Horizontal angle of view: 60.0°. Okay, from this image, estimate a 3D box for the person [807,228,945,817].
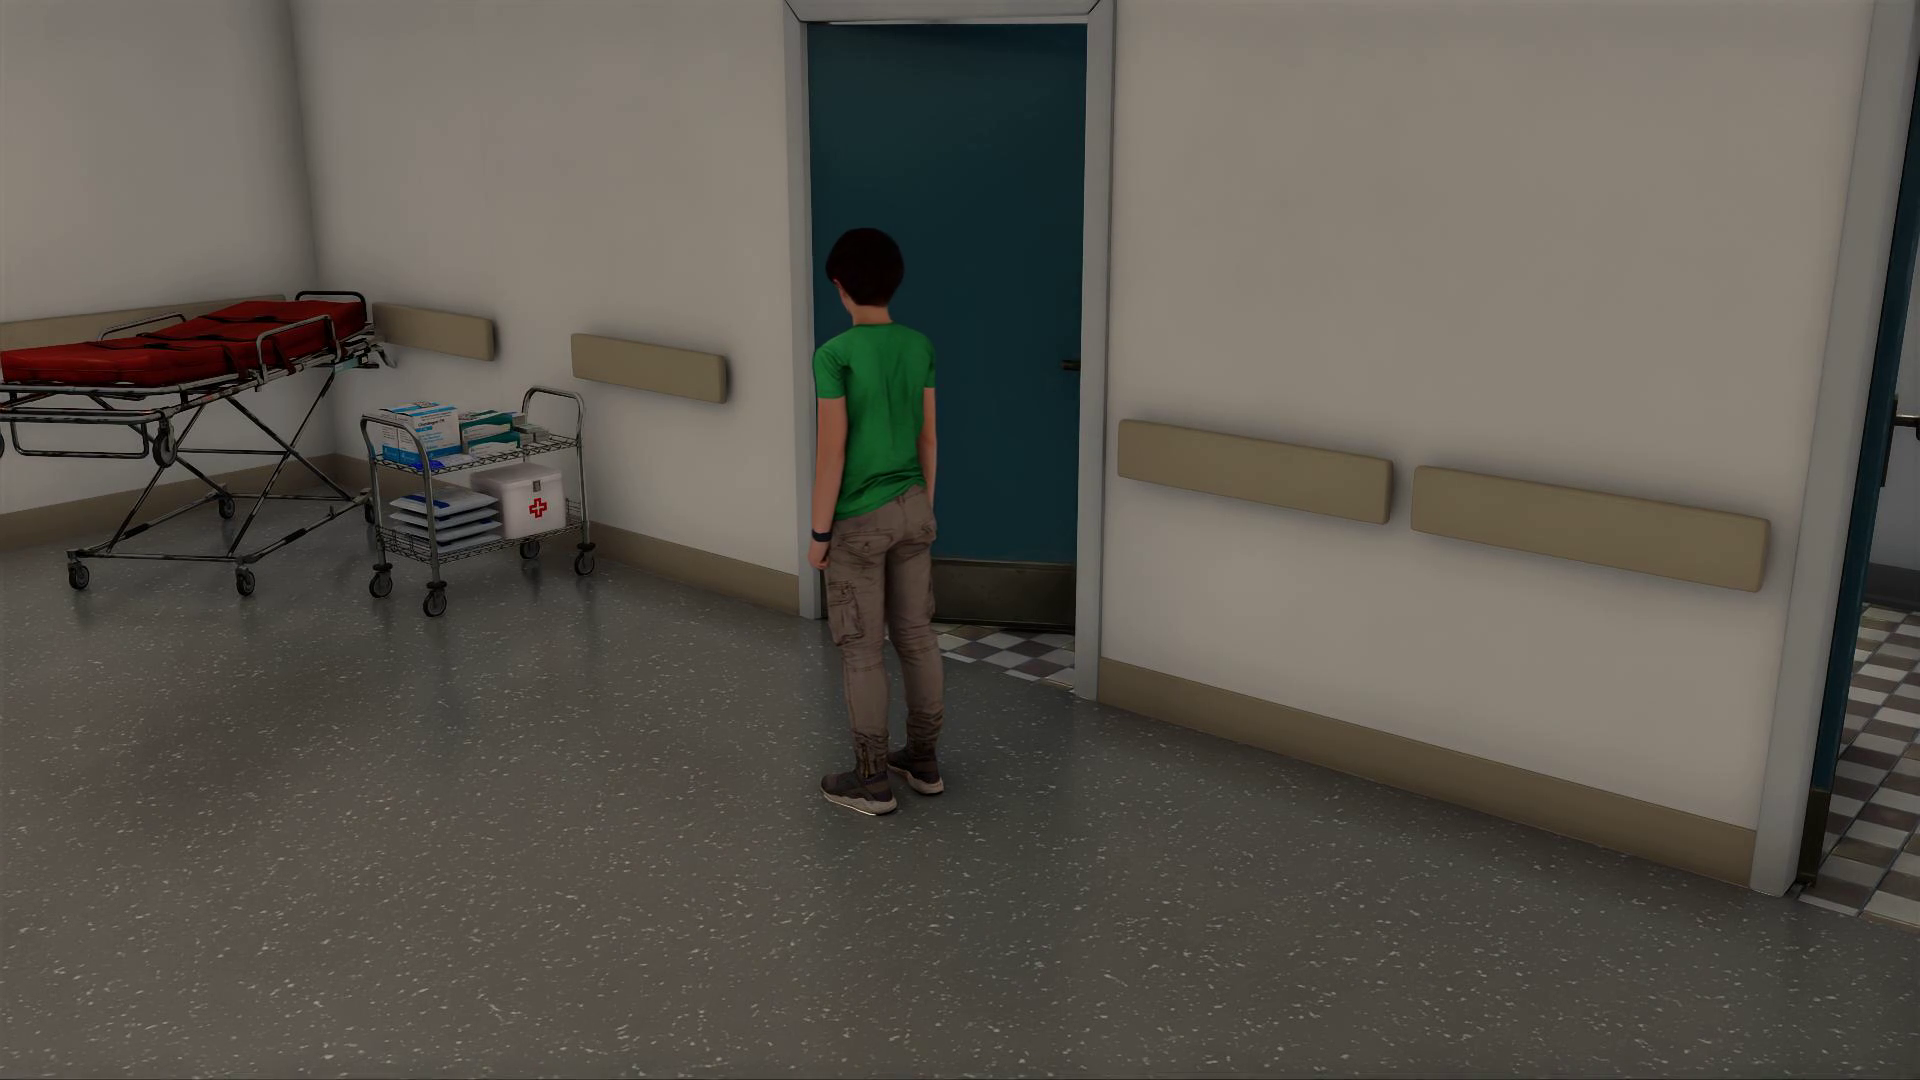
[{"bbox_3d":[-0.224,-0.050,4.690,0.625,1.652,0.574,-13,20,-38],"label":"person"}]
